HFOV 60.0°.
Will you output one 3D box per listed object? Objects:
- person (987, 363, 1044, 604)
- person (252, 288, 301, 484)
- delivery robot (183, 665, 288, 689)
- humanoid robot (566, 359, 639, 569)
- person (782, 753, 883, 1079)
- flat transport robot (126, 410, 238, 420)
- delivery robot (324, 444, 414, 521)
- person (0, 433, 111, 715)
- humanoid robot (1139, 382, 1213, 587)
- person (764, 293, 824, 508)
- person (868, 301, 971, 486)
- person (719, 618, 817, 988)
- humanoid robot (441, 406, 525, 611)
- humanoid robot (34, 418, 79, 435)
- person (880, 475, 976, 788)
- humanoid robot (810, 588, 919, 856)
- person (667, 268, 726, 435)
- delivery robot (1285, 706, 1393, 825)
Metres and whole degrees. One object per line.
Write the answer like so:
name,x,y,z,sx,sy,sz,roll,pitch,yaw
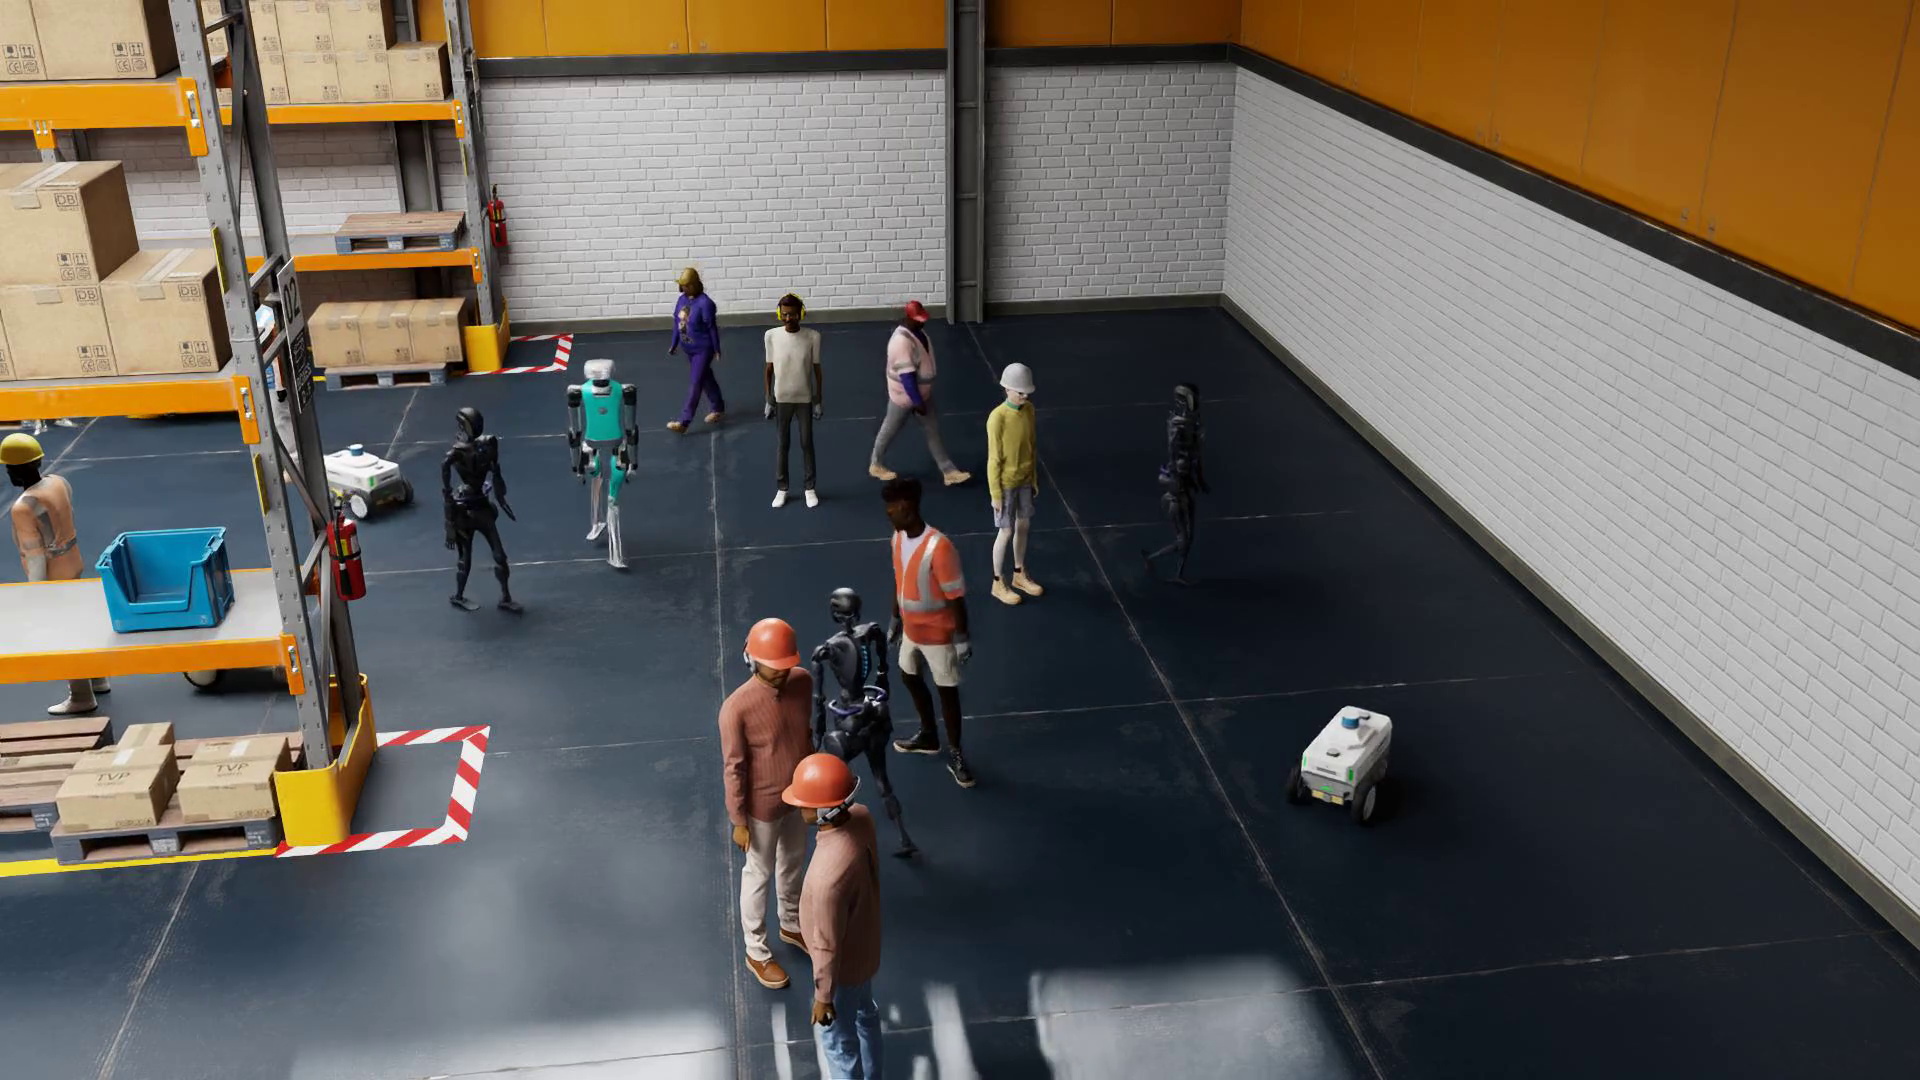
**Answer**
person,0.389,-0.427,12.376,0.412,1.879,0.489,20,31,38
person,-6.134,-1.395,14.637,0.617,1.836,0.431,13,27,28
delivery robot,-4.930,0.694,11.457,0.783,0.592,0.499,0,24,1
humanoid robot,-2.811,-0.673,13.164,0.540,1.749,0.976,-5,24,-12
person,-0.532,1.791,7.188,0.403,1.986,0.610,4,24,10
flat transport robot,-7.514,-1.431,16.656,1.431,0.231,0.659,-3,24,-8
delivery robot,-5.106,-0.513,14.221,0.799,0.605,0.499,14,27,29
person,-5.918,0.220,10.834,0.364,1.925,0.592,-1,24,-3
humanoid robot,1.666,-0.426,12.617,0.416,1.650,0.589,12,27,26
person,-1.408,-1.175,14.084,0.506,1.872,0.329,-1,24,-1
person,-0.401,-1.276,14.545,0.986,1.694,0.593,11,26,24
person,-0.916,1.287,8.322,0.380,1.991,0.621,17,29,34
humanoid robot,-3.553,-0.222,12.167,0.634,1.633,0.599,13,27,28
humanoid robot,-8.870,-1.839,15.748,0.716,1.774,0.589,21,31,39
person,-0.162,0.559,10.078,0.373,1.929,0.762,-17,29,-34
humanoid robot,-0.561,1.039,9.350,0.788,1.636,0.583,22,32,40
person,-2.568,-1.808,15.867,0.486,1.574,0.843,20,30,37
delivery robot,2.335,1.301,10.041,0.499,0.566,0.739,15,28,30
